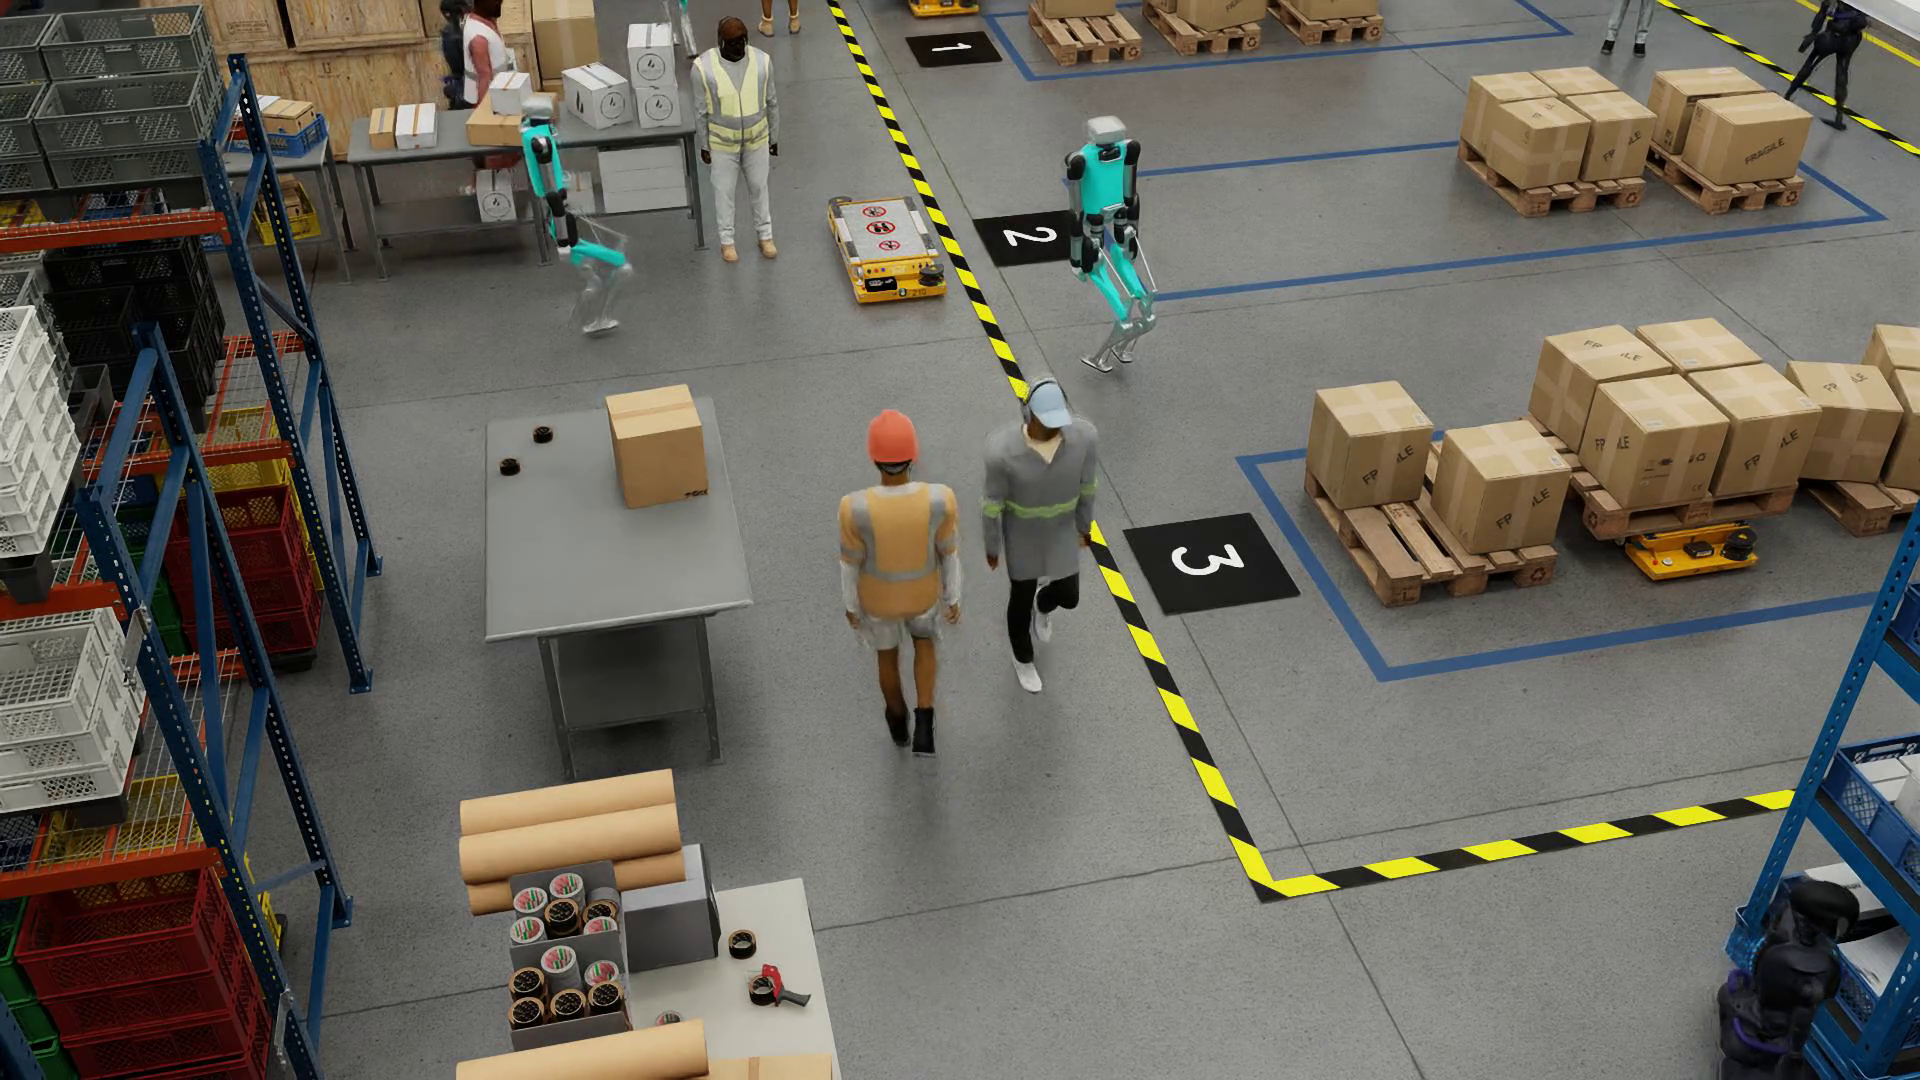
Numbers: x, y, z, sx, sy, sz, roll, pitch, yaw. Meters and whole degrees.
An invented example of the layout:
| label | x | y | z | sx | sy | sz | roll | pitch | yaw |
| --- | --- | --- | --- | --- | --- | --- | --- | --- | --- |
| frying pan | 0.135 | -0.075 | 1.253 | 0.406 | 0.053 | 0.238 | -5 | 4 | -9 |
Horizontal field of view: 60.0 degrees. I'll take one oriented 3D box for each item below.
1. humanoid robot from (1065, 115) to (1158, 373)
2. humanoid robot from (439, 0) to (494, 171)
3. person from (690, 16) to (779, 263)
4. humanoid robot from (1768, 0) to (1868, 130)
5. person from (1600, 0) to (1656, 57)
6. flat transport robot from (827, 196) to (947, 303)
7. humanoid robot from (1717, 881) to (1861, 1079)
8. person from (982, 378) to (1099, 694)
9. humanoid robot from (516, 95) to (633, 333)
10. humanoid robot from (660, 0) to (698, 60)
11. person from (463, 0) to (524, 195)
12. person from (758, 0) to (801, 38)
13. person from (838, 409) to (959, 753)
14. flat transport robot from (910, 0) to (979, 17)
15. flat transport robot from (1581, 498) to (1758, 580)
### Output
| label | x | y | z | sx | sy | sz | roll | pitch | yaw |
| --- | --- | --- | --- | --- | --- | --- | --- | --- | --- |
| humanoid robot | 1.031 | -1.826 | 10.665 | 0.533 | 1.677 | 0.735 | -20 | 41 | -24 |
| humanoid robot | -3.813 | -3.443 | 13.004 | 0.360 | 1.654 | 0.589 | -25 | 44 | -30 |
| person | -1.614 | -2.926 | 12.179 | 0.622 | 1.837 | 0.429 | -11 | 38 | -15 |
| humanoid robot | 7.547 | -4.421 | 14.341 | 0.591 | 1.625 | 0.759 | -14 | 39 | -18 |
| person | 6.442 | -5.449 | 15.567 | 0.594 | 1.831 | 0.403 | 11 | 38 | 14 |
| flat transport robot | -0.570 | -2.220 | 12.538 | 0.659 | 0.231 | 1.431 | -8 | 37 | -10 |
| humanoid robot | 2.818 | 1.771 | 6.011 | 0.622 | 1.642 | 0.601 | 8 | 37 | 11 |
| person | 0.394 | -0.047 | 8.301 | 0.592 | 1.840 | 0.525 | -8 | 37 | -11 |
| humanoid robot | -2.517 | -2.122 | 11.216 | 0.749 | 1.842 | 0.544 | -13 | 39 | -16 |
| humanoid robot | -2.683 | -5.359 | 15.541 | 0.547 | 1.742 | 1.034 | -10 | 38 | -13 |
| person | -3.583 | -3.389 | 12.747 | 0.473 | 1.902 | 0.589 | -7 | 37 | -9 |
| person | -1.800 | -5.868 | 15.953 | 0.606 | 2.047 | 0.366 | -10 | 38 | -13 |
| person | -0.281 | 0.259 | 7.819 | 0.562 | 1.924 | 0.528 | -6 | 37 | -7 |
| flat transport robot | -0.279 | -5.792 | 17.315 | 0.652 | 0.197 | 1.431 | -8 | 37 | -10 |
| flat transport robot | 4.062 | -0.294 | 9.926 | 0.652 | 0.197 | 1.431 | -8 | 37 | -10 |
